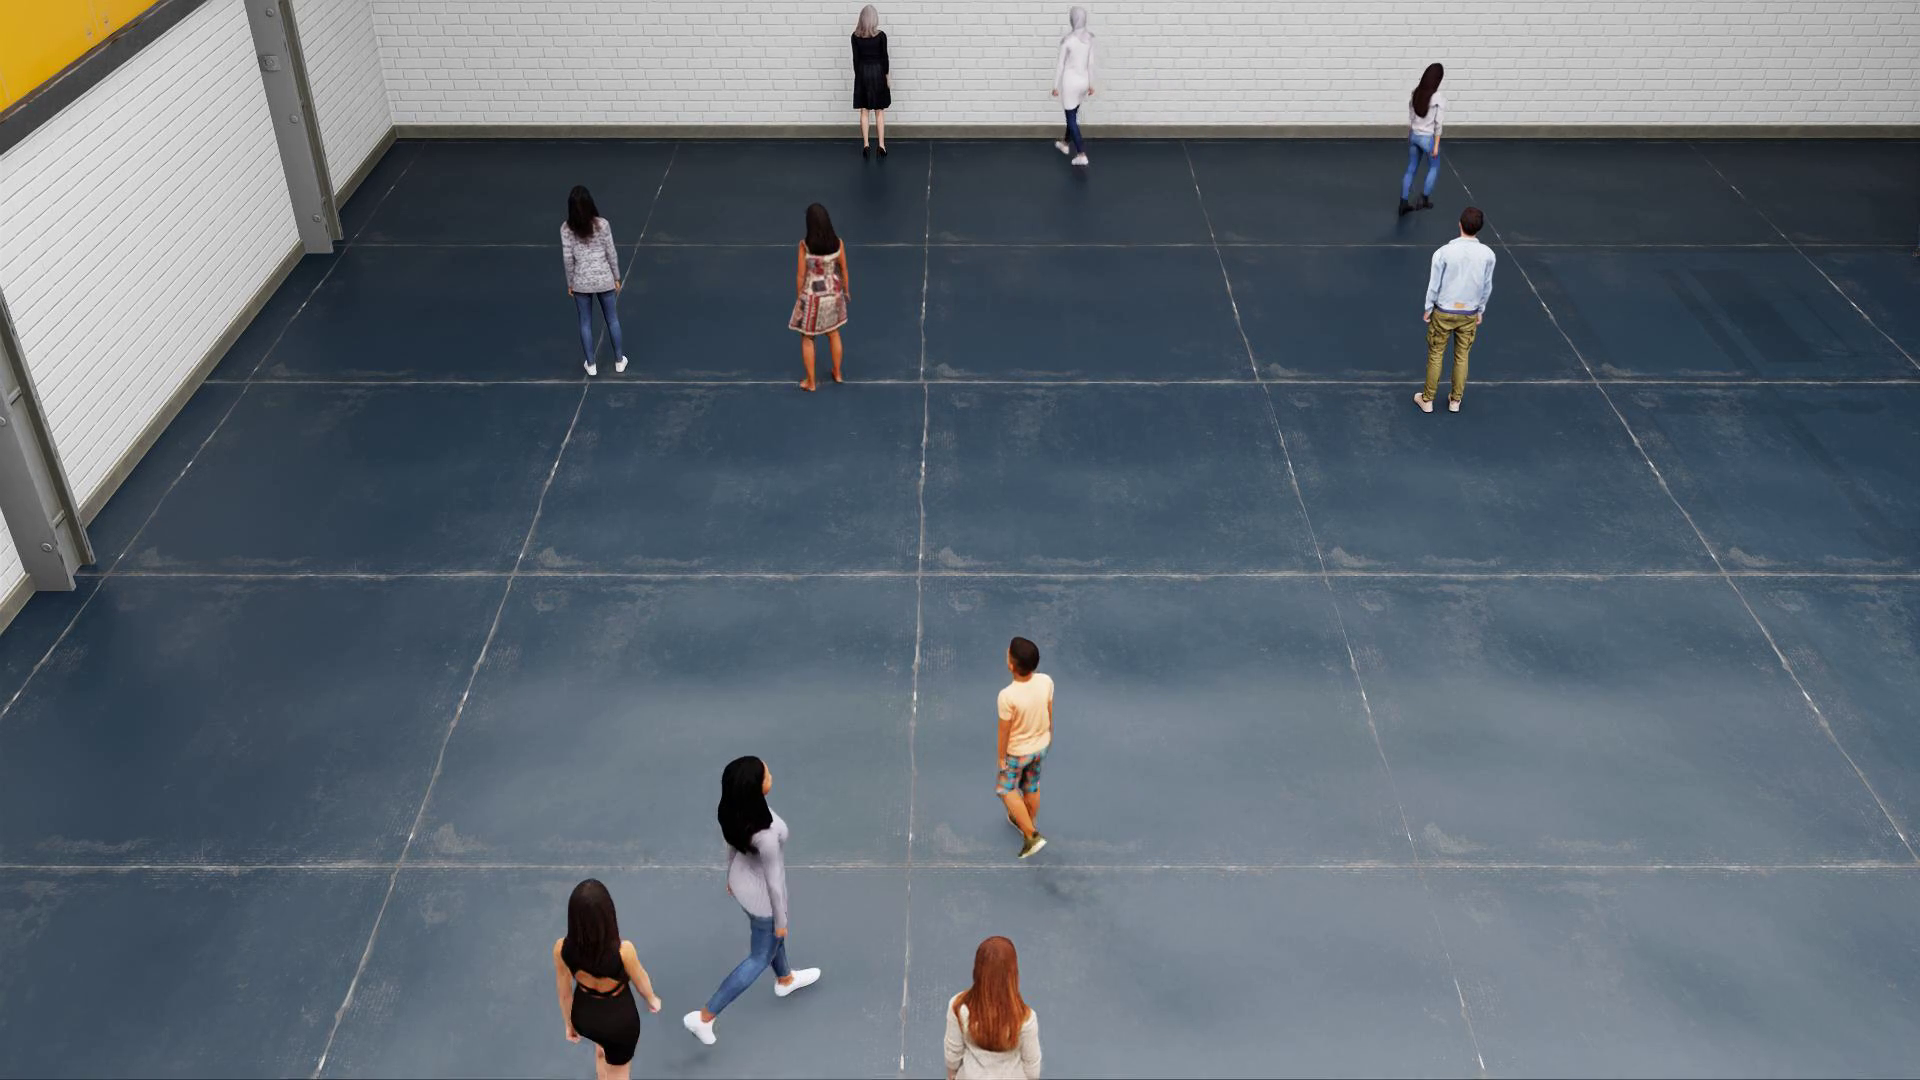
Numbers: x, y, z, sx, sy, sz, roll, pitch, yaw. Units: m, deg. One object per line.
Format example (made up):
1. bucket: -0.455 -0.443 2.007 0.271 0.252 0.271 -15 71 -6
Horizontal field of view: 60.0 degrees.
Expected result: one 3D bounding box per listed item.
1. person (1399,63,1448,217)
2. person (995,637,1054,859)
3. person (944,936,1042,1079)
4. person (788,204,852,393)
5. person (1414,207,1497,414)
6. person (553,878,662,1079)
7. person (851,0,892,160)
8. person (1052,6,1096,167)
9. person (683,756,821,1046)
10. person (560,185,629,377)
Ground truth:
1. person: 4.818 -4.176 17.479 0.834 1.616 0.768 -25 41 -32
2. person: 0.414 1.215 9.518 0.731 1.449 0.836 -19 38 -26
3. person: 0.145 2.451 7.426 0.650 1.706 0.635 8 34 11
4. person: -1.186 -2.094 14.330 0.862 1.633 0.846 -14 36 -21
5. person: 4.138 -1.911 13.893 0.669 1.812 0.548 1 34 1
6. person: -1.665 2.308 7.710 0.602 1.630 0.645 6 34 9
7. person: -1.008 -5.210 18.916 0.603 1.747 0.571 2 34 3
8. person: 1.316 -5.060 18.692 0.959 1.744 1.154 -17 37 -24
9. person: -1.098 1.825 8.364 1.065 1.711 1.096 -22 39 -29
10. person: -3.204 -2.262 14.493 0.654 1.732 0.589 -7 34 -10
